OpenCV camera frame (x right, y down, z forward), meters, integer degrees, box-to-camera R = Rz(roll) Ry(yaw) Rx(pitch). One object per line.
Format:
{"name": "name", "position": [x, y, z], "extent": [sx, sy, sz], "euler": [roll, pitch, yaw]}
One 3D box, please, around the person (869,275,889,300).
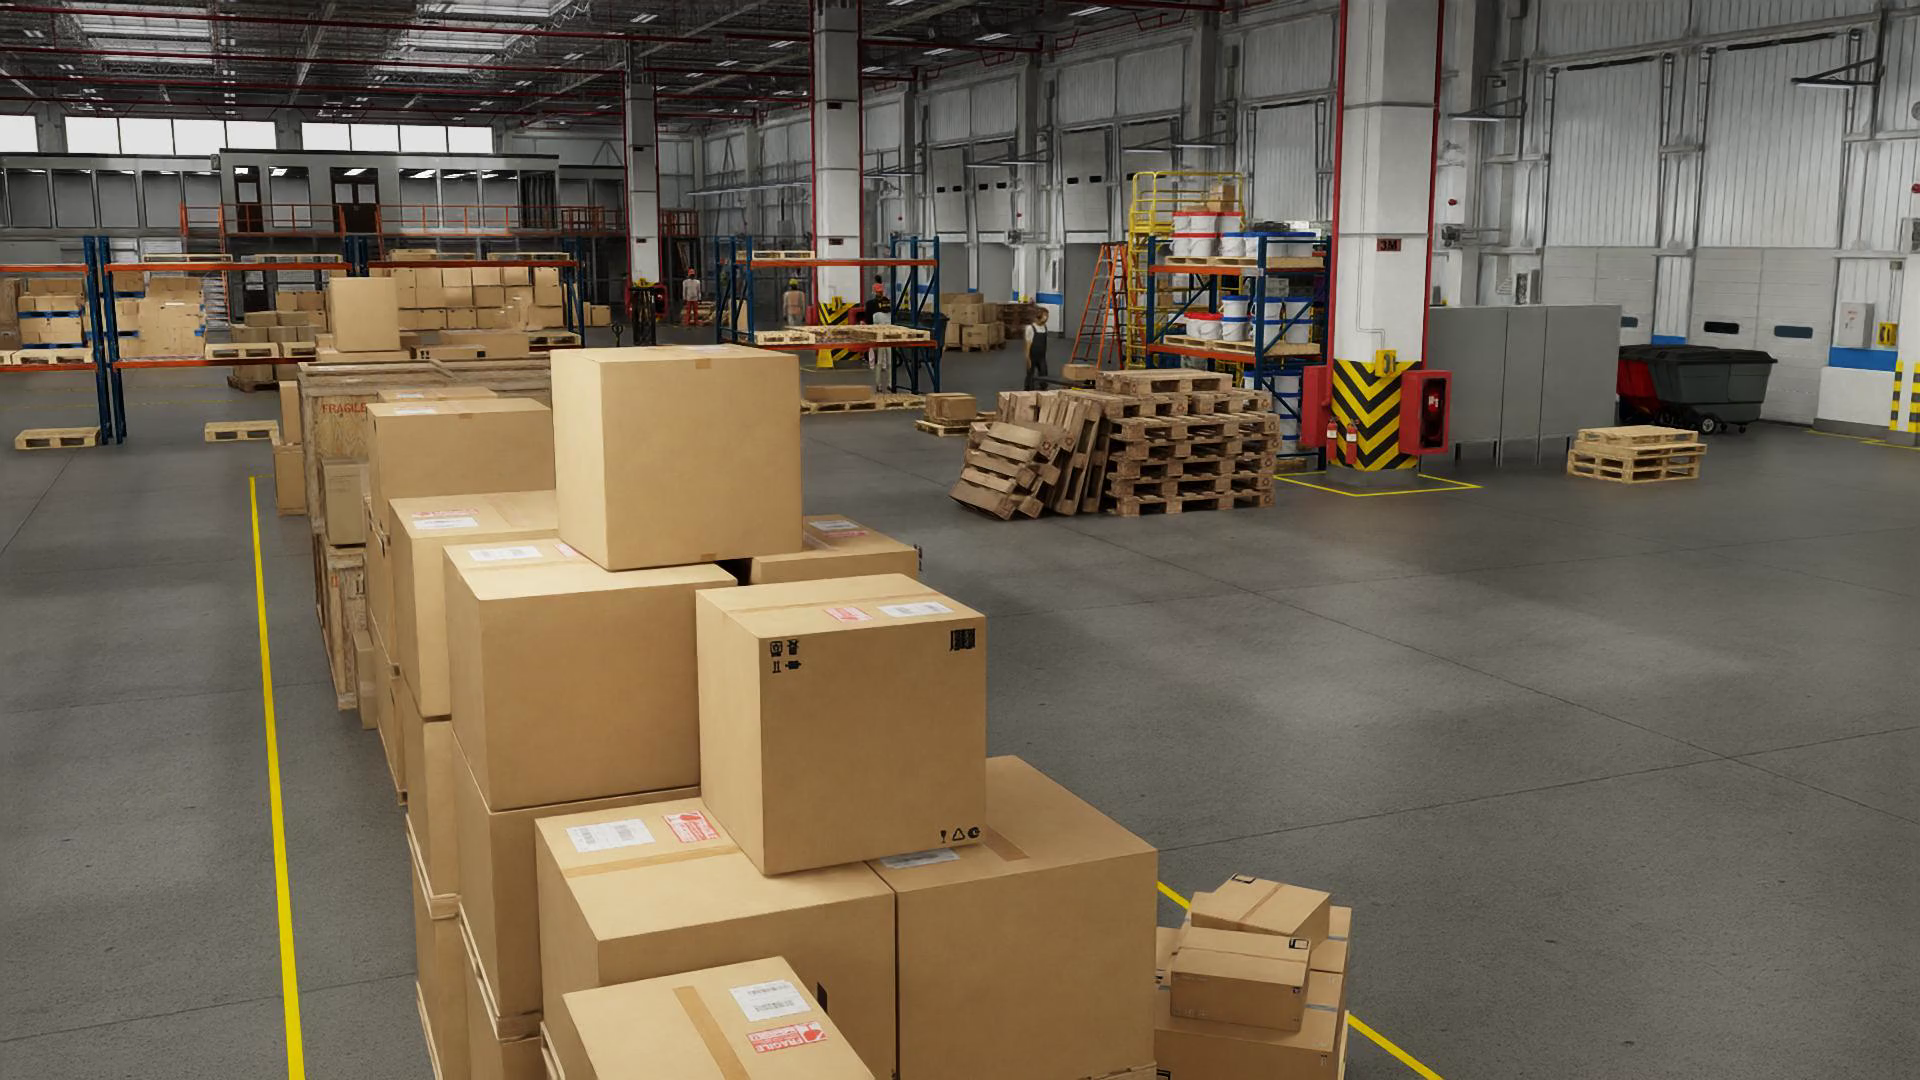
{"name": "person", "position": [-2.651, -7.665, 53.848], "extent": [0.656, 1.821, 0.570], "euler": [4, 11, 21]}

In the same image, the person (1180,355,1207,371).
{"name": "person", "position": [3.685, -2.592, 26.108], "extent": [0.490, 1.744, 0.295], "euler": [-4, 11, -23]}

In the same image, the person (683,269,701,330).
{"name": "person", "position": [-8.841, -7.941, 54.892], "extent": [0.618, 1.994, 0.380], "euler": [-4, 11, -23]}

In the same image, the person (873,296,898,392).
{"name": "person", "position": [-1.462, -3.833, 32.598], "extent": [0.526, 1.871, 0.324], "euler": [-4, 11, -23]}

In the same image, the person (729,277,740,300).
{"name": "person", "position": [-9.248, -10.243, 68.392], "extent": [0.538, 1.700, 0.317], "euler": [-4, 11, -23]}

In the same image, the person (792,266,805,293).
{"name": "person", "position": [-6.652, -10.390, 68.539], "extent": [0.548, 1.941, 0.354], "euler": [-4, 11, -23]}

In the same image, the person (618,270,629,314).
{"name": "person", "position": [-13.362, -9.860, 66.147], "extent": [0.534, 1.748, 0.548], "euler": [7, 13, 35]}

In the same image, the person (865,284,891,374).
{"name": "person", "position": [-1.814, -4.711, 37.083], "extent": [0.618, 1.997, 0.373], "euler": [-4, 11, -23]}

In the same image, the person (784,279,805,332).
{"name": "person", "position": [-4.538, -6.200, 45.634], "extent": [0.604, 1.867, 1.004], "euler": [0, 10, 2]}

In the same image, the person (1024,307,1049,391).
{"name": "person", "position": [1.348, -3.081, 28.607], "extent": [0.560, 1.811, 0.736], "euler": [-6, 12, -32]}

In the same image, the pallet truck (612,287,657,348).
{"name": "pallet truck", "position": [-6.464, -4.406, 35.401], "extent": [0.823, 1.965, 1.885], "euler": [6, 12, 32]}

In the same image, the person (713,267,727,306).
{"name": "person", "position": [-10.631, -11.255, 73.695], "extent": [0.661, 1.813, 0.568], "euler": [-1, 10, -3]}

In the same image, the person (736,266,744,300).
{"name": "person", "position": [-10.140, -11.655, 75.525], "extent": [0.646, 1.932, 0.444], "euler": [-2, 11, -13]}

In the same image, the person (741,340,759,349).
{"name": "person", "position": [-2.197, -1.126, 17.487], "extent": [0.633, 1.939, 0.368], "euler": [-4, 11, -23]}
